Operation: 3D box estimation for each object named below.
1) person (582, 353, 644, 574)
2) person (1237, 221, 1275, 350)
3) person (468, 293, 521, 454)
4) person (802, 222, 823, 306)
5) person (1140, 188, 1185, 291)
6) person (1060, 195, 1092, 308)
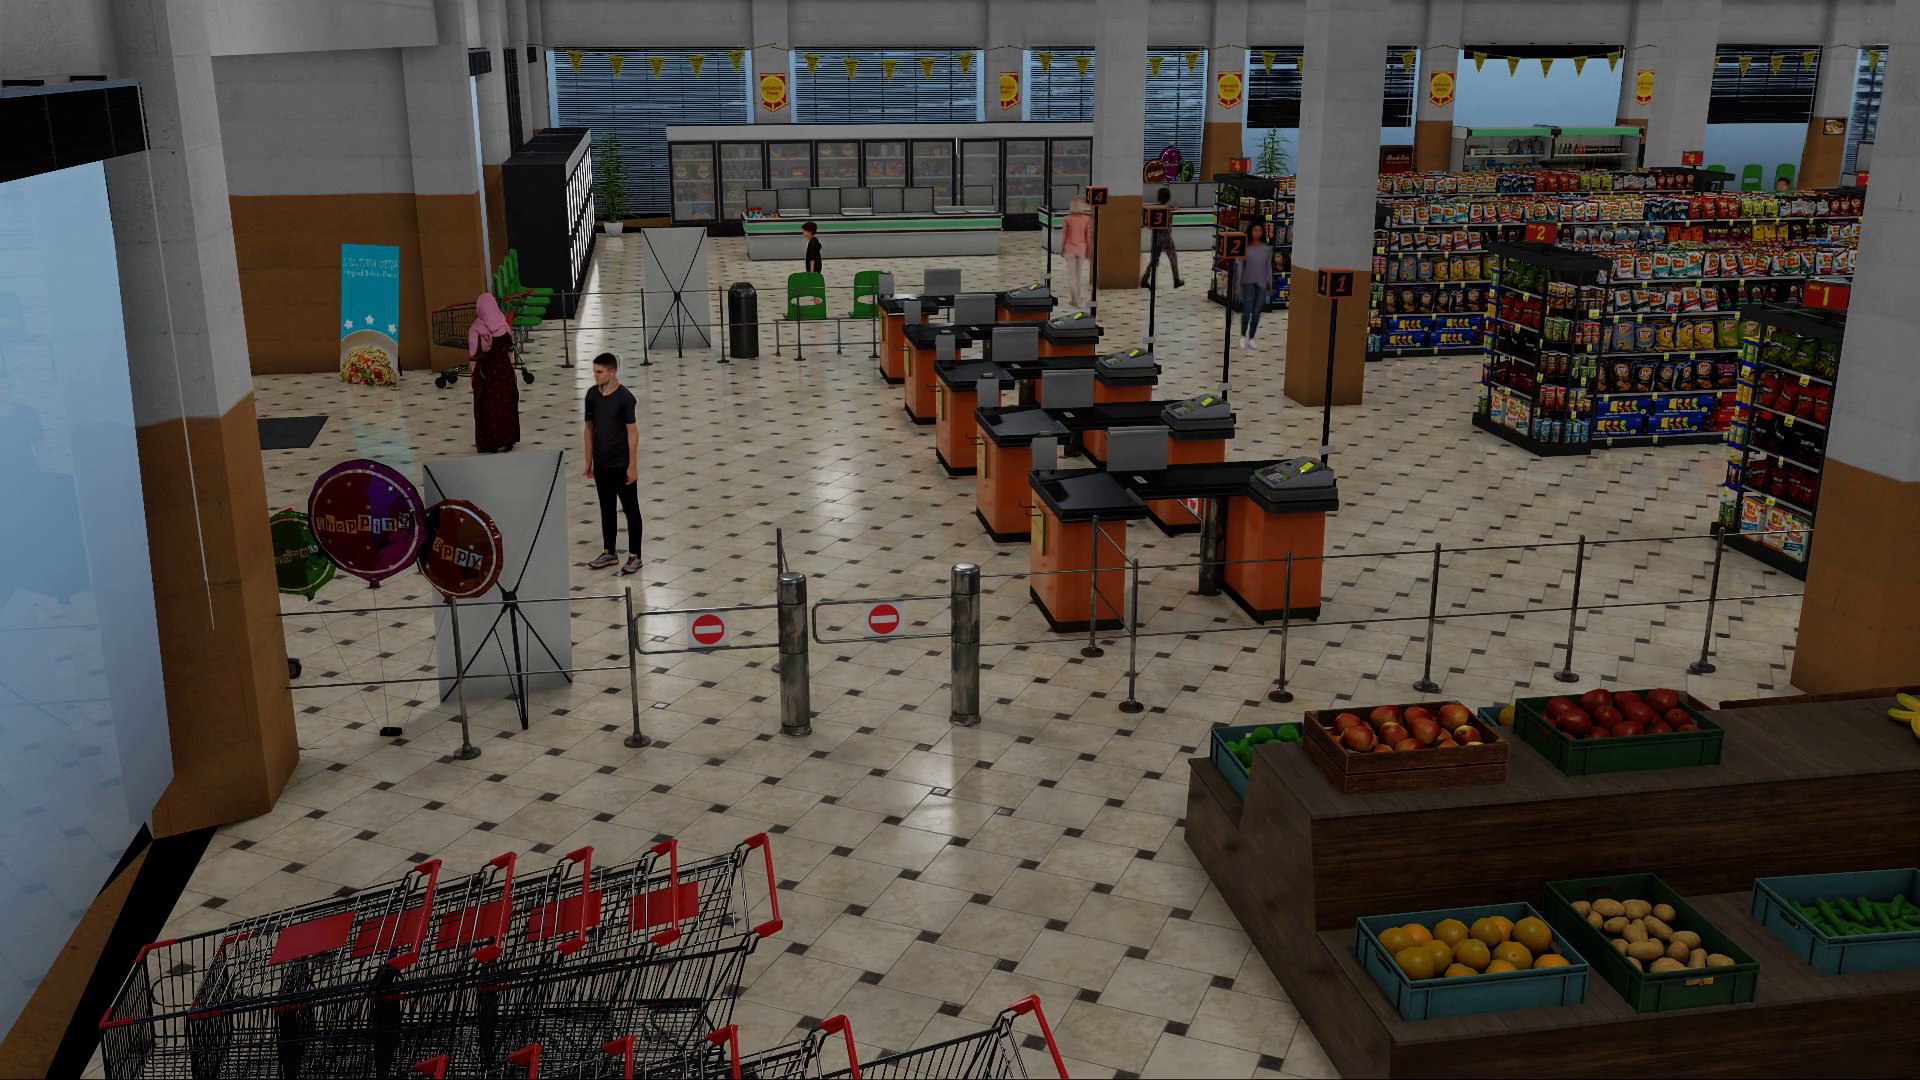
[{"bbox_3d":[-2.732,-0.617,13.171,0.674,1.760,0.779,8,19,24],"label":"person"},{"bbox_3d":[3.978,-3.441,22.627,0.511,1.670,0.676,-3,17,-10],"label":"person"},{"bbox_3d":[-4.773,-1.713,16.989,0.702,1.638,0.817,-12,21,-35],"label":"person"},{"bbox_3d":[-2.218,-4.076,25.104,0.498,1.445,0.525,-3,17,-8],"label":"person"},{"bbox_3d":[3.277,-4.947,27.595,1.233,1.665,0.937,-10,20,-30],"label":"person"},{"bbox_3d":[1.833,-4.550,26.189,0.730,1.721,0.690,-4,17,-14],"label":"person"}]
